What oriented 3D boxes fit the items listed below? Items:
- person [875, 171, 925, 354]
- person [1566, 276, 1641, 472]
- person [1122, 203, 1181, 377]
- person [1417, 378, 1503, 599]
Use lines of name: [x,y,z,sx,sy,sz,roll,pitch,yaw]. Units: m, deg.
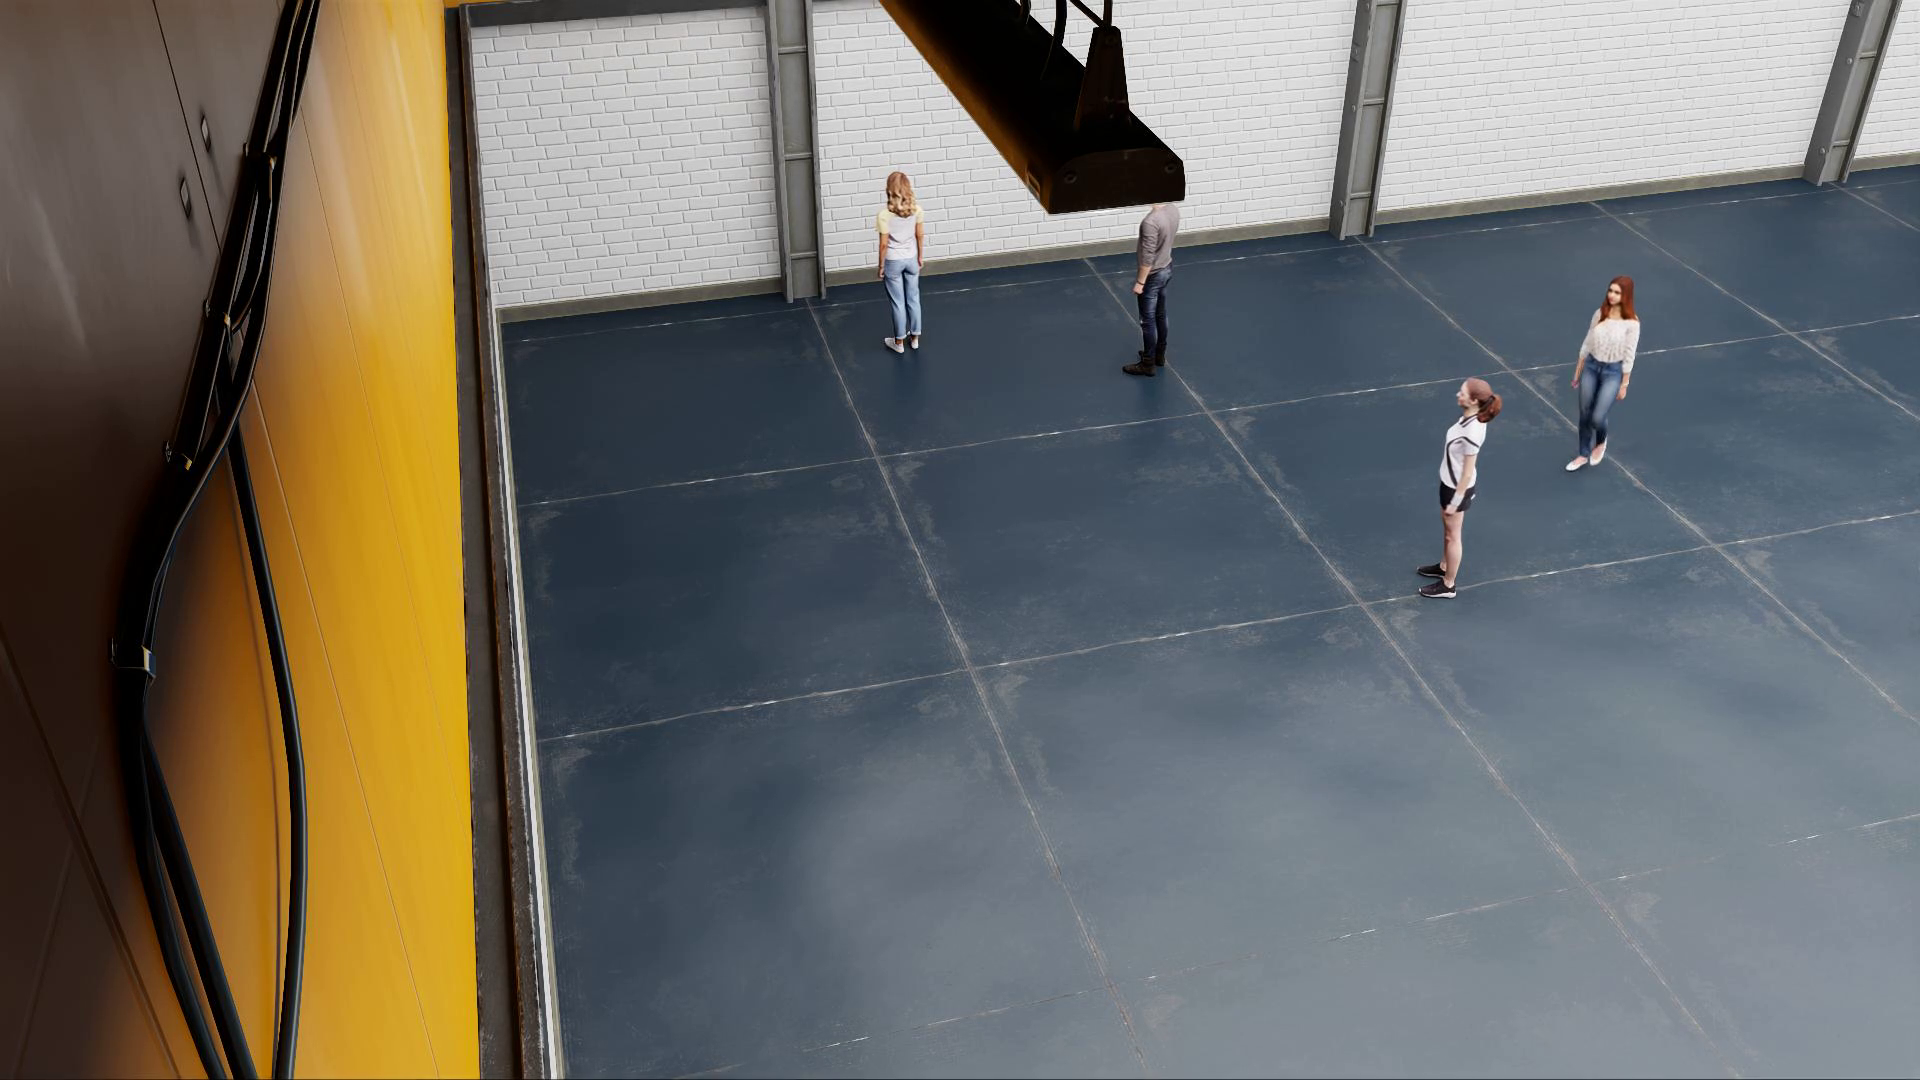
person: [-0.545,-2.546,15.274,0.562,1.722,0.739,-17,37,-24]
person: [5.255,-1.350,13.477,0.763,1.719,0.712,-25,41,-32]
person: [1.745,-2.381,14.861,0.827,1.904,0.761,19,38,26]
person: [3.591,-0.384,11.994,0.687,1.752,0.658,7,34,10]
